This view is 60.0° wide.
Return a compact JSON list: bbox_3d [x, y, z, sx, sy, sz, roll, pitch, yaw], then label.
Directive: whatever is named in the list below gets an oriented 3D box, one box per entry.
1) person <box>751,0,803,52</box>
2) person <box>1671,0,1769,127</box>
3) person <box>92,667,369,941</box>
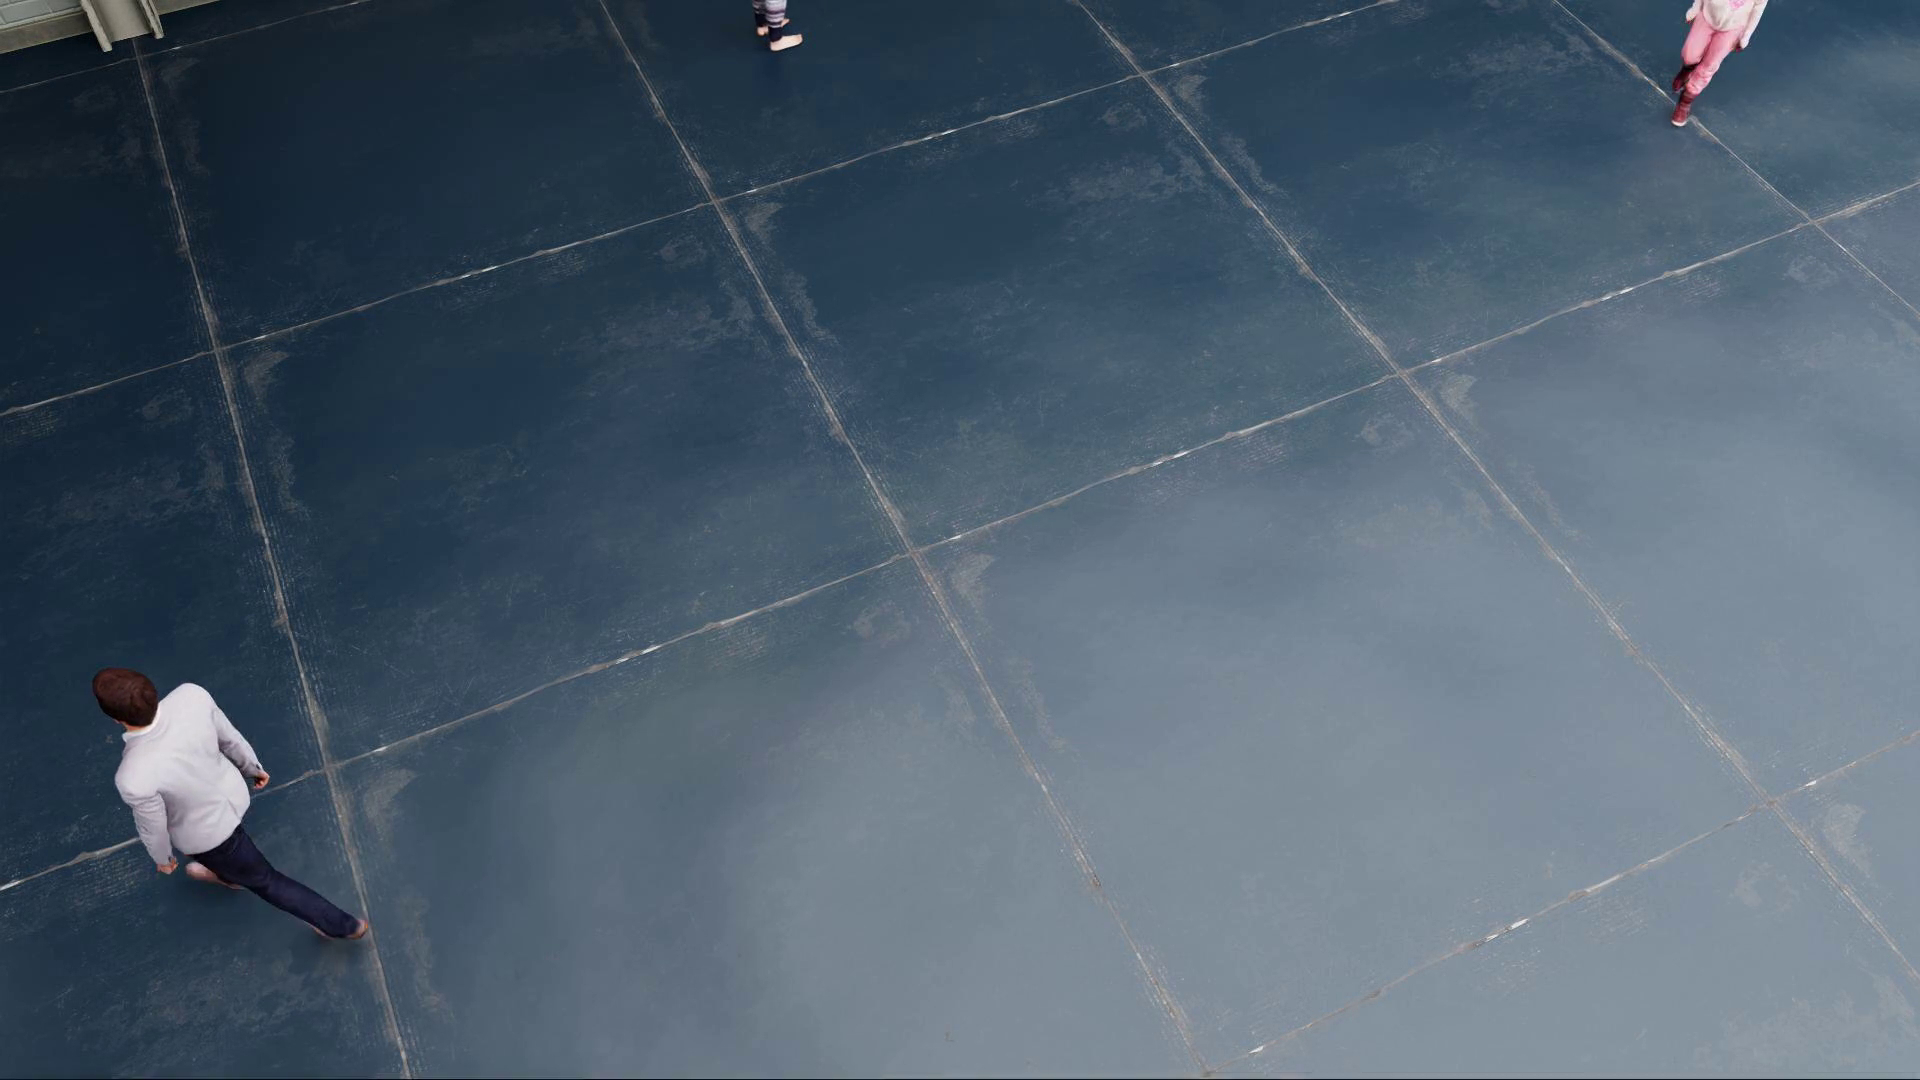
[{"bbox_3d":[-1.254,-3.929,10.564,0.566,1.733,0.635,-28,57,-20],"label":"person"},{"bbox_3d":[4.717,-3.245,10.220,0.772,1.439,0.849,24,56,18],"label":"person"},{"bbox_3d":[-2.908,1.105,6.614,1.272,1.813,1.155,12,53,9],"label":"person"}]
